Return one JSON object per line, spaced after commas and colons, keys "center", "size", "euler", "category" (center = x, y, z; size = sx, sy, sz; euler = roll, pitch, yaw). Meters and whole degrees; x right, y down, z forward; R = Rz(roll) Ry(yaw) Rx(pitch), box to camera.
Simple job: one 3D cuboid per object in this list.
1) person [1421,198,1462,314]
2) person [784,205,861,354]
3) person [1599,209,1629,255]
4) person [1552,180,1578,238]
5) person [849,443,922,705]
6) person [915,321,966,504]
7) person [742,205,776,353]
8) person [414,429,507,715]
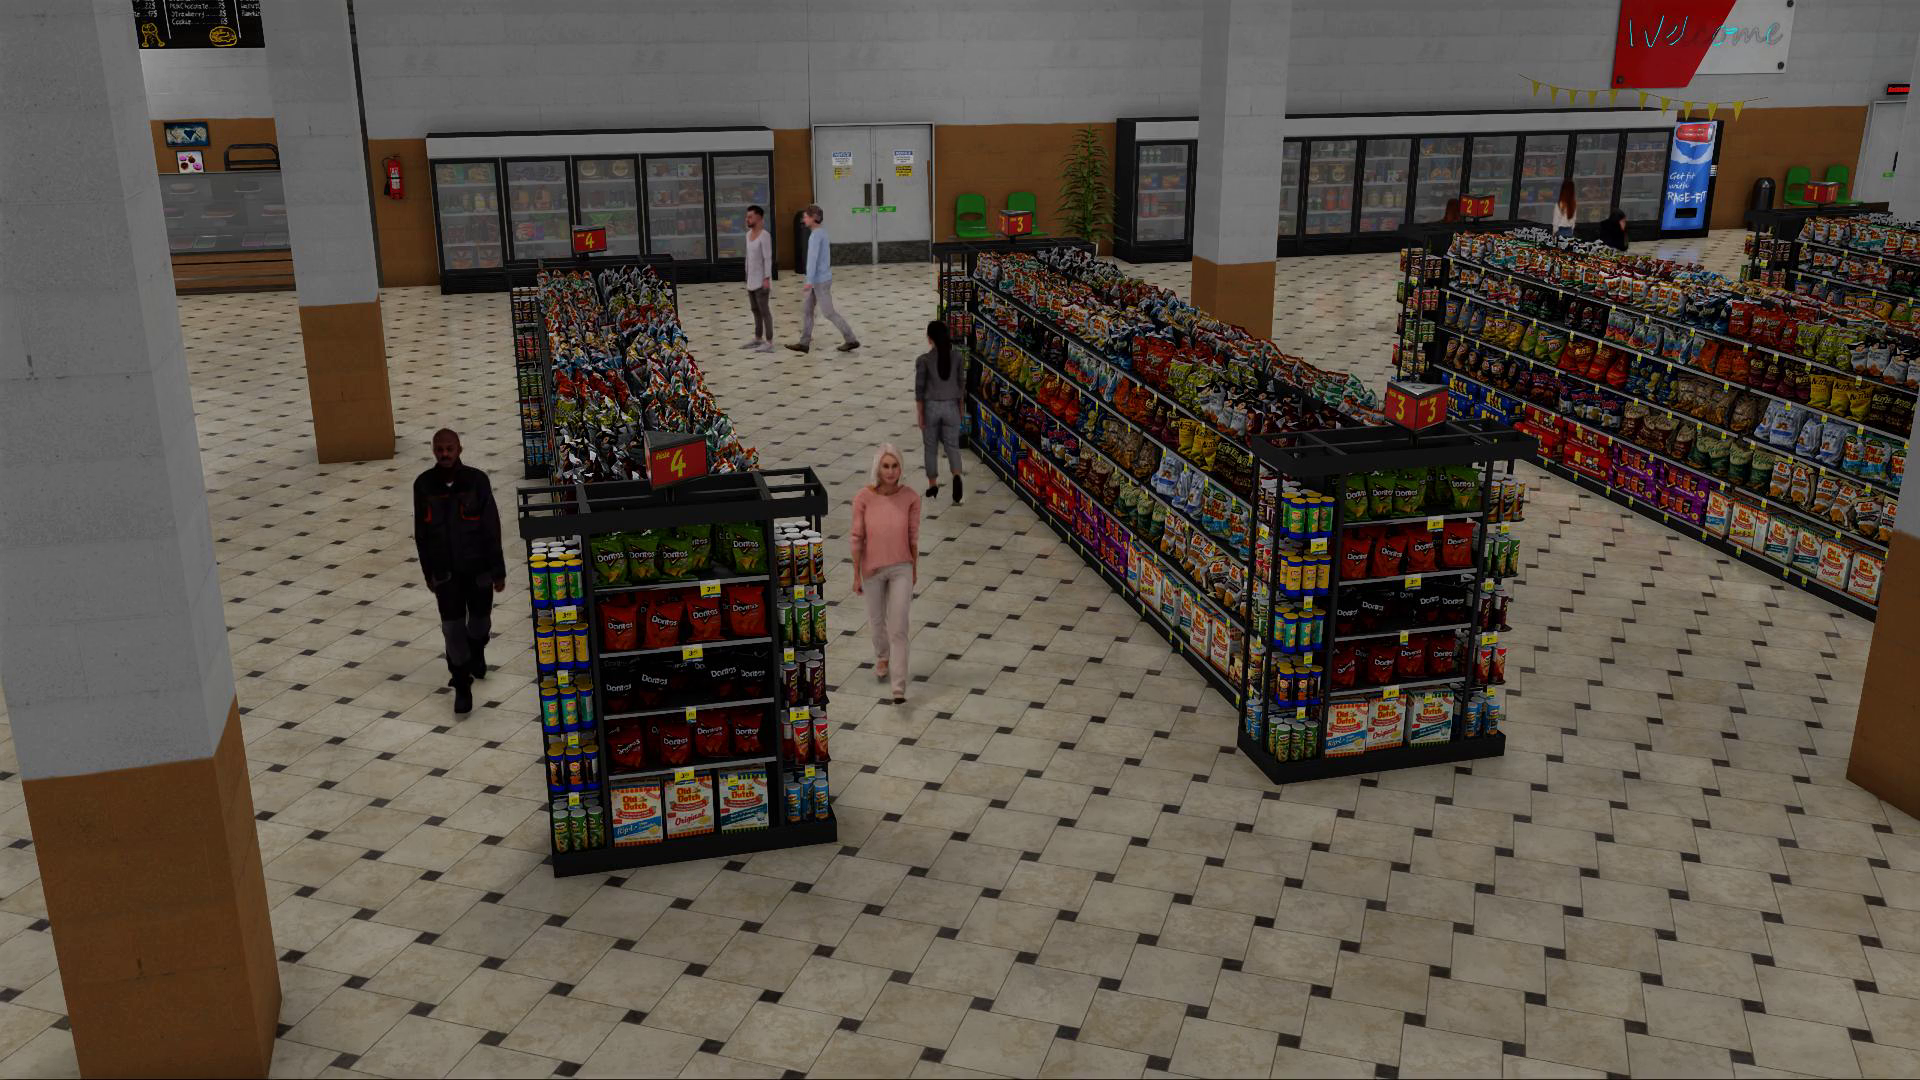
{"center": [6.579, -3.767, 22.622], "size": [0.841, 1.675, 1.067], "euler": [-10, 21, -27], "category": "person"}
{"center": [-1.655, -3.193, 20.641], "size": [0.873, 1.853, 1.181], "euler": [1, 19, 2], "category": "person"}
{"center": [8.458, -3.507, 21.867], "size": [0.856, 1.665, 0.807], "euler": [13, 23, 34], "category": "person"}
{"center": [8.899, -4.454, 24.580], "size": [0.607, 1.726, 0.541], "euler": [-8, 20, -23], "category": "person"}
{"center": [-0.491, 0.188, 10.902], "size": [0.766, 1.668, 1.184], "euler": [-1, 19, -3], "category": "person"}
{"center": [-0.144, -1.088, 14.704], "size": [0.612, 1.657, 0.950], "euler": [-5, 19, -15], "category": "person"}
{"center": [-2.544, -3.314, 21.023], "size": [0.800, 1.838, 0.630], "euler": [-14, 23, -35], "category": "person"}
{"center": [-3.241, 0.126, 10.851], "size": [0.691, 1.820, 1.157], "euler": [-5, 19, -15], "category": "person"}
